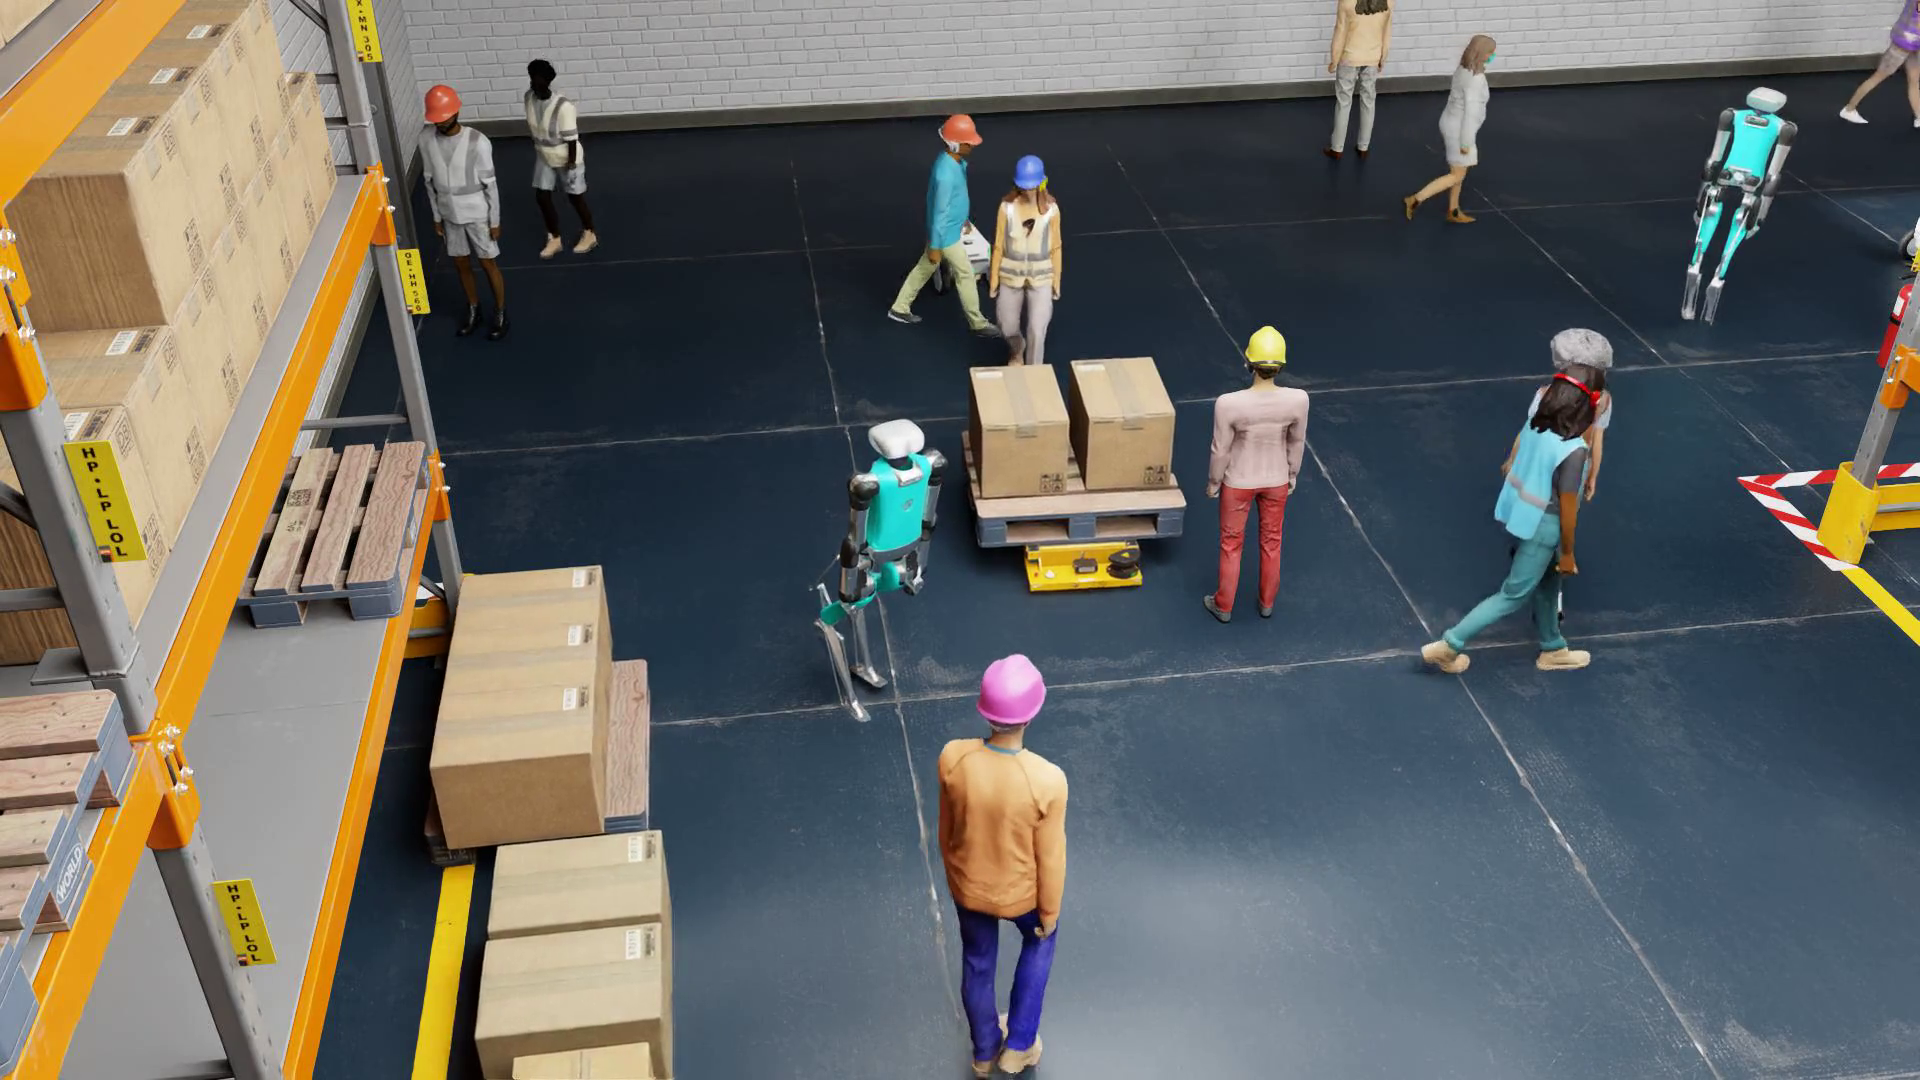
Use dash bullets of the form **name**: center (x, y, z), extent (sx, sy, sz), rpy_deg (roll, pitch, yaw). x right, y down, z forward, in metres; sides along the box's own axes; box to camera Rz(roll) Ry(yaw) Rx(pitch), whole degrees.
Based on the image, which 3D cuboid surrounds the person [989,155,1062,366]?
- **person**: center (0.444, -1.765, 11.190), extent (0.484, 1.755, 0.640), rpy_deg (3, 33, 5)

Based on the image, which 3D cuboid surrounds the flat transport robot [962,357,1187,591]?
- **flat transport robot**: center (0.656, -0.167, 10.109), extent (0.659, 0.231, 1.431), rpy_deg (-3, 33, -5)

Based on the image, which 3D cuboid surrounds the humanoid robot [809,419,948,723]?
- **humanoid robot**: center (-0.483, 0.099, 8.351), extent (0.555, 1.748, 0.840), rpy_deg (-23, 39, -30)

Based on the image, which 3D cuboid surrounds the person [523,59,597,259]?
- **person**: center (-3.184, -3.016, 13.188), extent (0.547, 1.663, 0.624), rpy_deg (17, 37, 24)

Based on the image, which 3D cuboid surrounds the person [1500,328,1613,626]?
- **person**: center (3.285, -0.353, 9.131), extent (0.447, 1.644, 0.868), rpy_deg (-3, 33, -4)

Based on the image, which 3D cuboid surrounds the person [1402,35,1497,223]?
- **person**: center (4.063, -3.366, 13.755), extent (0.640, 1.634, 0.527), rpy_deg (0, 33, 0)

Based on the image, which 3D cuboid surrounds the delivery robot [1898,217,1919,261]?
- **delivery robot**: center (8.006, -2.418, 13.270), extent (0.739, 0.566, 0.499), rpy_deg (-5, 33, -7)

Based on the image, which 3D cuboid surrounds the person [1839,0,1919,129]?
- **person**: center (9.054, -4.721, 15.826), extent (0.938, 1.632, 0.473), rpy_deg (15, 36, 21)

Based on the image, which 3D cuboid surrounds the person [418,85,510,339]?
- **person**: center (-3.557, -2.328, 11.916), extent (0.541, 1.920, 0.412), rpy_deg (8, 34, 11)

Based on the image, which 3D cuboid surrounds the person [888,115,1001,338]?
- **person**: center (-0.131, -2.261, 12.016), extent (0.890, 1.701, 0.583), rpy_deg (2, 33, 3)

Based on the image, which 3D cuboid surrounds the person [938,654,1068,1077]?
- **person**: center (0.159, 1.281, 6.336), extent (0.522, 1.966, 0.441), rpy_deg (10, 34, 15)

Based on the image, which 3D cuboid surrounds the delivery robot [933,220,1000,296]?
- **delivery robot**: center (-0.008, -2.276, 13.095), extent (0.499, 0.612, 0.810), rpy_deg (-10, 34, -15)

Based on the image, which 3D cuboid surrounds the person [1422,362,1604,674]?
- **person**: center (2.925, -0.069, 8.540), extent (0.929, 1.827, 0.561), rpy_deg (-2, 33, -3)

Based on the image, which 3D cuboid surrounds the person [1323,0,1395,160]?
- **person**: center (3.627, -4.376, 15.090), extent (0.549, 1.876, 0.413), rpy_deg (-5, 33, -7)

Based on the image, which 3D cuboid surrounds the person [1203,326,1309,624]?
- **person**: center (1.585, -0.332, 8.991), extent (0.521, 1.768, 0.309), rpy_deg (-5, 33, -7)

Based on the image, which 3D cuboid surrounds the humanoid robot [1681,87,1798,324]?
- **humanoid robot**: center (5.543, -2.323, 12.090), extent (0.552, 1.796, 0.752), rpy_deg (23, 40, 31)
